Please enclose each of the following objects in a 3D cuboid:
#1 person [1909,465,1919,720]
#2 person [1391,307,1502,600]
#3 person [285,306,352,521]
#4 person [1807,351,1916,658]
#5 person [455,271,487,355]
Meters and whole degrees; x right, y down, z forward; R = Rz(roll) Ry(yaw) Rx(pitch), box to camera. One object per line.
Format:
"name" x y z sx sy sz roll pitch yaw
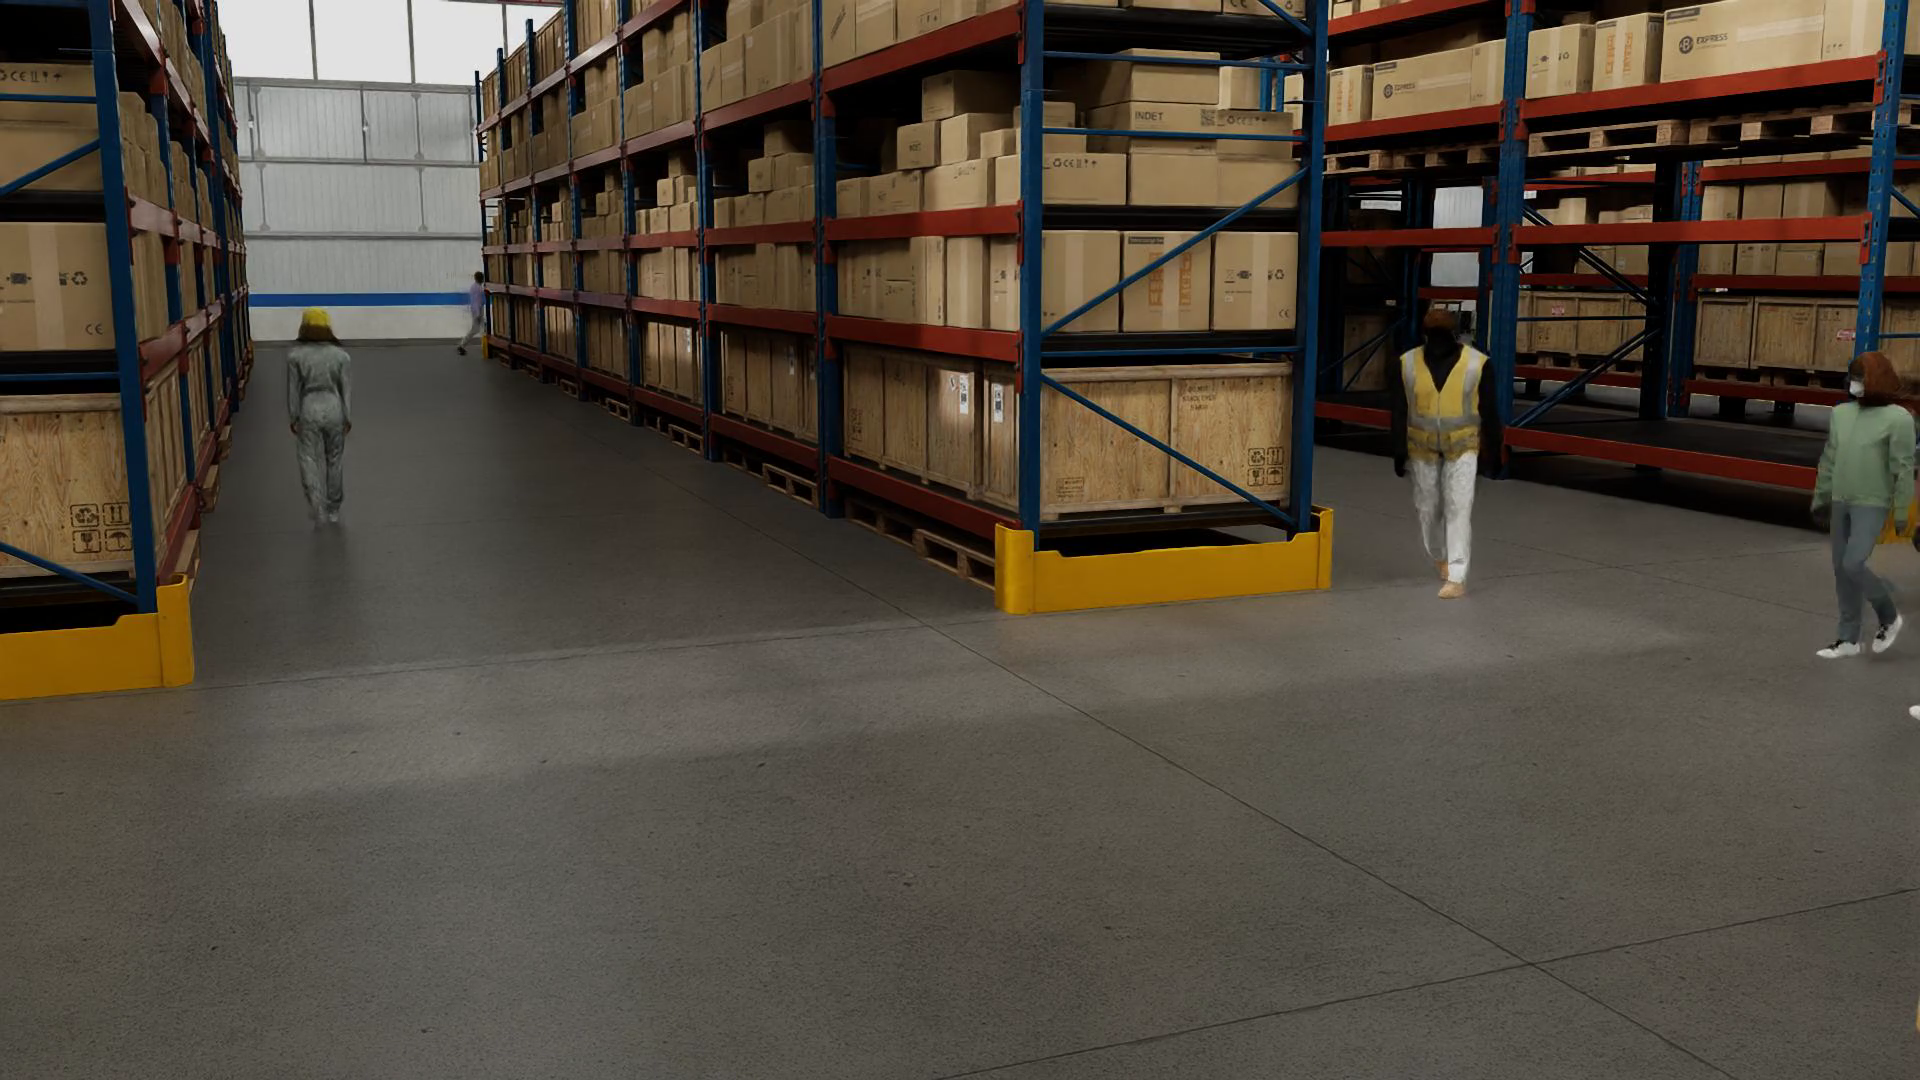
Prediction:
"person" 4.575 -0.095 7.380 0.651 1.899 0.397 1 10 8
"person" 3.073 -0.568 10.493 0.674 1.810 0.724 4 10 23
"person" -5.081 -0.990 13.222 0.493 1.732 0.441 -5 11 -26
"person" 4.678 -0.172 8.652 0.384 1.619 0.507 -2 10 -14
"person" -10.784 -5.052 37.071 0.942 1.901 0.636 -4 10 -25
